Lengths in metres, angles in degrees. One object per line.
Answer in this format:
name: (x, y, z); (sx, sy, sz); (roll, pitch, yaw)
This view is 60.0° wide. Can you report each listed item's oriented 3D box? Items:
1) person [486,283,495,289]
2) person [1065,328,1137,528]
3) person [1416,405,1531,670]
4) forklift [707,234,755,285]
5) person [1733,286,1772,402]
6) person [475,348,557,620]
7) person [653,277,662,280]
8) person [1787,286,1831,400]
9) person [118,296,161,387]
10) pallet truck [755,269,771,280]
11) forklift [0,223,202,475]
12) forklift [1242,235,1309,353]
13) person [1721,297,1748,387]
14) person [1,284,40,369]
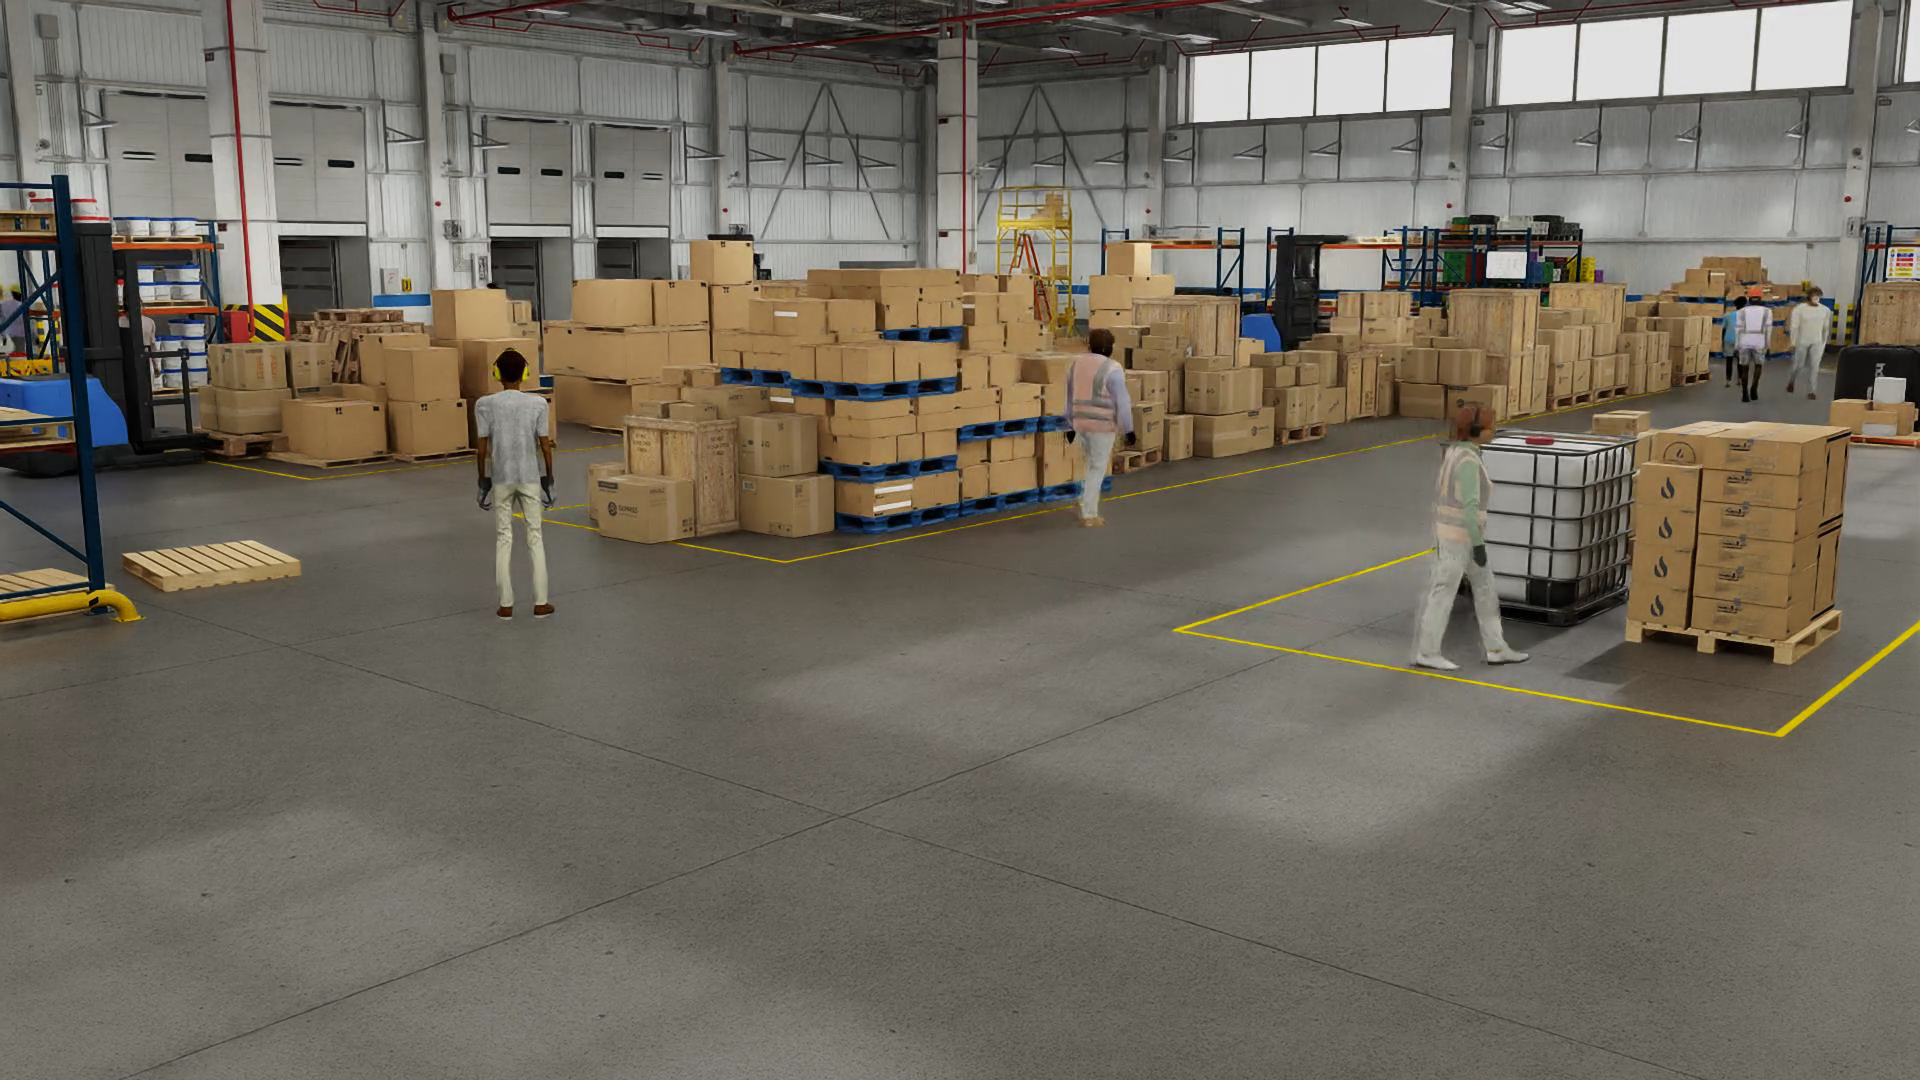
person: (-11.848, -5.738, 42.494); (0.700, 1.676, 0.539); (-5, 11, -28)
person: (1.301, -1.024, 15.263); (0.597, 1.821, 0.639); (-8, 12, -37)
person: (3.129, 0.005, 9.974); (0.764, 1.607, 0.552); (3, 10, 17)
forklift: (-4.698, -4.910, 34.349); (1.129, 2.768, 1.873); (0, 10, 2)
person: (13.100, -3.235, 27.518); (0.566, 1.926, 0.400); (4, 11, 24)
person: (-3.055, -0.379, 11.438); (0.538, 1.866, 0.313); (-2, 10, -11)
person: (-6.518, -4.726, 36.014); (0.636, 1.931, 0.377); (-5, 11, -25)
person: (14.383, -3.350, 28.232); (0.630, 1.912, 0.813); (2, 10, 9)
person: (-11.046, -2.328, 22.327); (0.372, 1.940, 0.627); (6, 12, 32)
pallet truck: (-4.996, -6.432, 45.525); (1.885, 1.965, 0.823); (-6, 12, -32)
forklift: (-10.007, -2.234, 19.112); (1.129, 2.768, 1.873); (8, 13, 40)
forklift: (7.144, -5.198, 35.987); (1.873, 2.768, 1.129); (9, 13, 42)
person: (14.330, -3.653, 30.692); (0.540, 1.648, 0.874); (5, 11, 27)
person: (-17.769, -3.899, 31.464); (0.605, 1.865, 1.016); (2, 10, 9)
